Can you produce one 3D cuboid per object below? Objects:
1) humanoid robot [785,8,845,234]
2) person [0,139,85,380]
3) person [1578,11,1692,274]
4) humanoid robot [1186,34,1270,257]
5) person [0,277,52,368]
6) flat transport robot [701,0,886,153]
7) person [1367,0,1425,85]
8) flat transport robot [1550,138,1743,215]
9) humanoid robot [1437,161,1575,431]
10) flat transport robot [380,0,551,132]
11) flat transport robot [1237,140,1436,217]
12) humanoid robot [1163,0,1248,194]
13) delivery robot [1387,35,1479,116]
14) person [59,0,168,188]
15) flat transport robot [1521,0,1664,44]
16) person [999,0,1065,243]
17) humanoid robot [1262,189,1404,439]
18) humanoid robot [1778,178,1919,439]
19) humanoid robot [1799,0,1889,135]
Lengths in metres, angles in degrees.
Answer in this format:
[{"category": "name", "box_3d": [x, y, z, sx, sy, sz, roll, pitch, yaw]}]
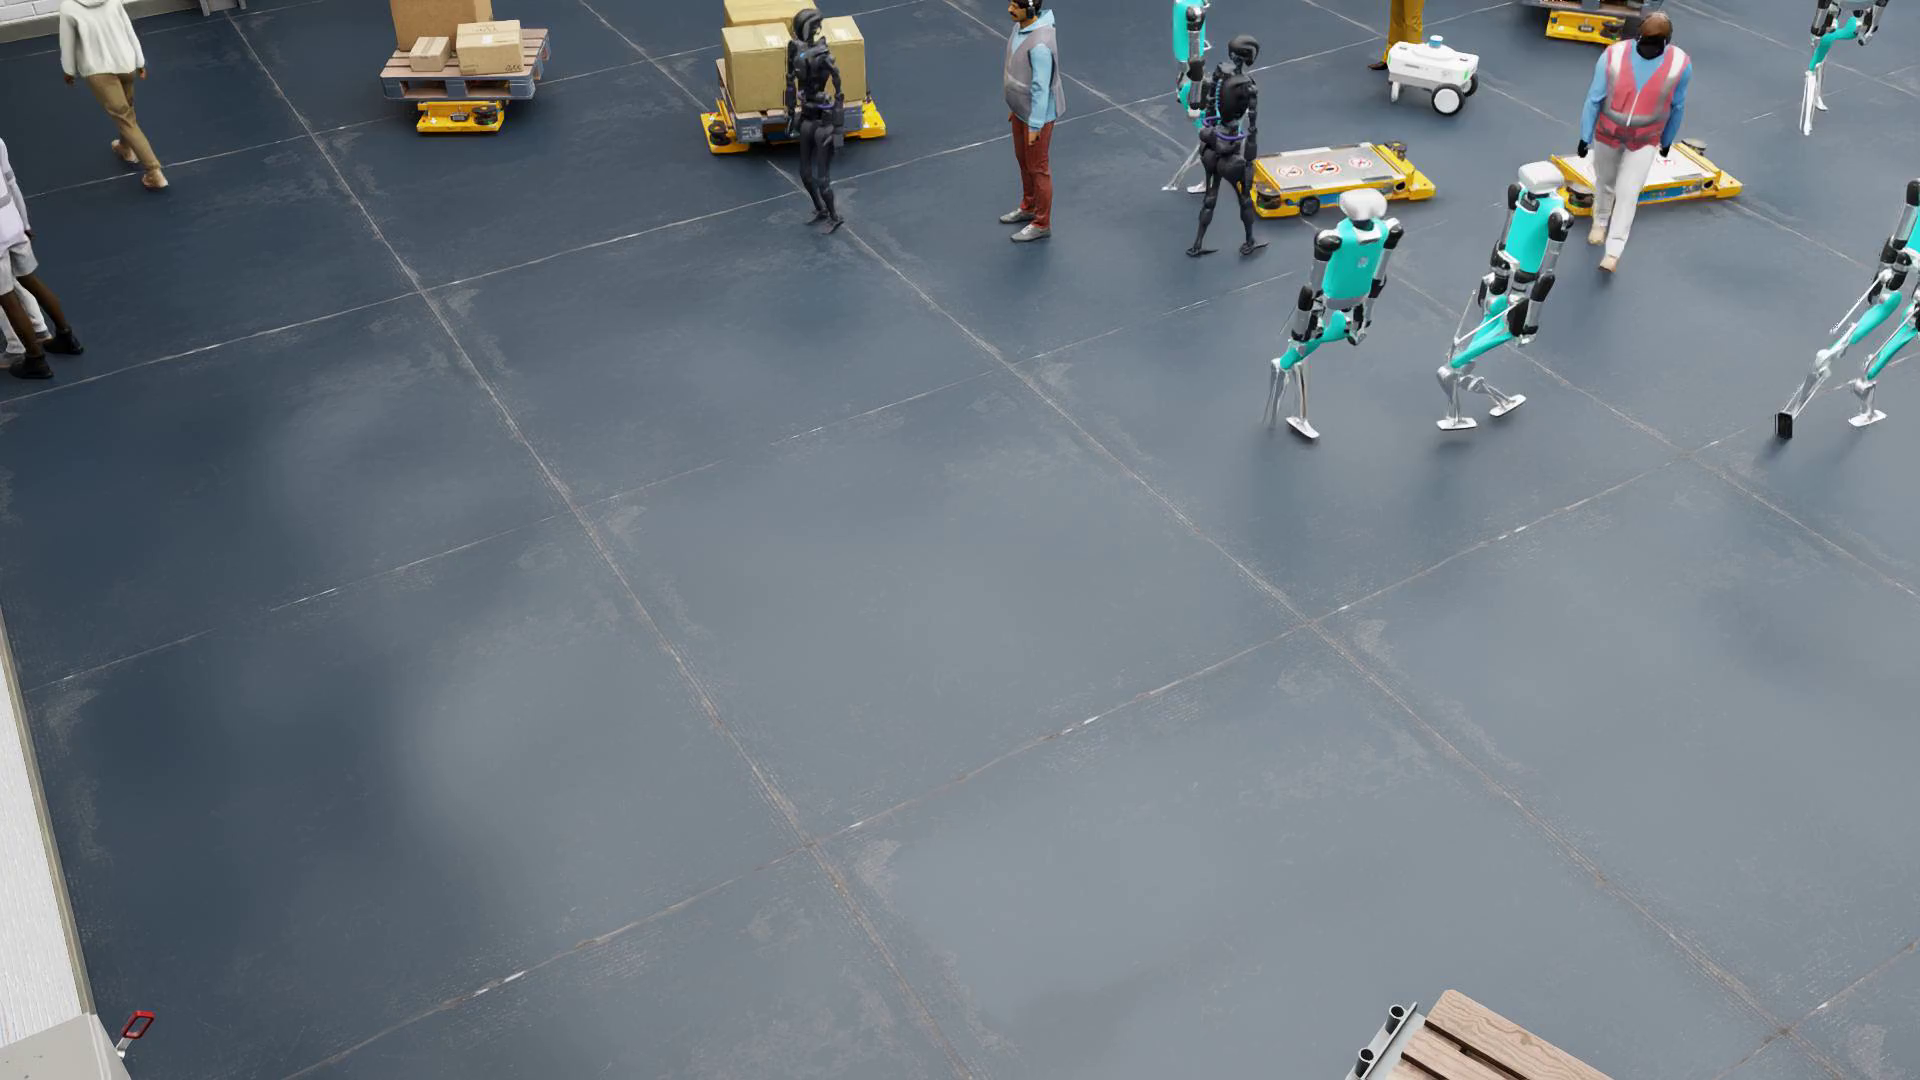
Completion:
[{"category": "humanoid robot", "box_3d": [-1.033, -3.022, 11.978, 0.614, 1.653, 0.304, 30, 47, 33]}, {"category": "person", "box_3d": [-6.050, -1.910, 10.370, 0.395, 1.927, 0.541, 10, 39, 12]}, {"category": "person", "box_3d": [4.612, -2.765, 11.549, 0.634, 1.793, 0.946, 18, 42, 21]}, {"category": "humanoid robot", "box_3d": [1.921, -2.774, 11.671, 0.591, 1.643, 0.611, -17, 42, -21]}, {"category": "person", "box_3d": [-6.223, -1.981, 10.499, 0.341, 1.878, 0.575, -4, 39, -5]}, {"category": "flat transport robot", "box_3d": [-1.377, -3.455, 13.651, 1.431, 0.231, 0.659, -9, 39, -11]}, {"category": "person", "box_3d": [3.805, -4.765, 14.108, 0.339, 1.754, 0.533, -10, 39, -12]}, {"category": "flat transport robot", "box_3d": [5.220, -2.796, 12.820, 1.431, 0.231, 0.659, -9, 39, -12]}, {"category": "humanoid robot", "box_3d": [3.127, -1.359, 9.821, 0.913, 1.761, 0.552, -10, 40, -13]}, {"category": "flat transport robot", "box_3d": [-4.135, -3.843, 14.141, 0.659, 0.231, 1.431, -1, 38, -1]}, {"category": "flat transport robot", "box_3d": [2.863, -2.777, 12.795, 1.431, 0.231, 0.659, -9, 39, -11]}, {"category": "humanoid robot", "box_3d": [1.884, -3.332, 12.317, 0.718, 1.794, 0.534, -4, 39, -5]}, {"category": "delivery robot", "box_3d": [3.988, -3.960, 14.042, 0.740, 0.574, 0.499, 19, 42, 22]}, {"category": "person", "box_3d": [-6.474, -3.561, 12.616, 0.939, 1.713, 0.534, 26, 45, 29]}, {"category": "flat transport robot", "box_3d": [5.907, -5.016, 15.621, 0.659, 0.231, 1.431, 13, 40, 15]}, {"category": "person", "box_3d": [0.515, -3.050, 11.857, 0.419, 1.872, 0.527, -13, 40, -15]}, {"category": "humanoid robot", "box_3d": [2.105, -1.312, 9.835, 0.535, 1.855, 0.811, -13, 40, -16]}, {"category": "humanoid robot", "box_3d": [5.379, -1.346, 9.833, 0.931, 1.780, 0.551, -15, 41, -19]}, {"category": "humanoid robot", "box_3d": [7.054, -4.199, 13.421, 0.561, 1.799, 0.816, 2, 38, 2]}]
